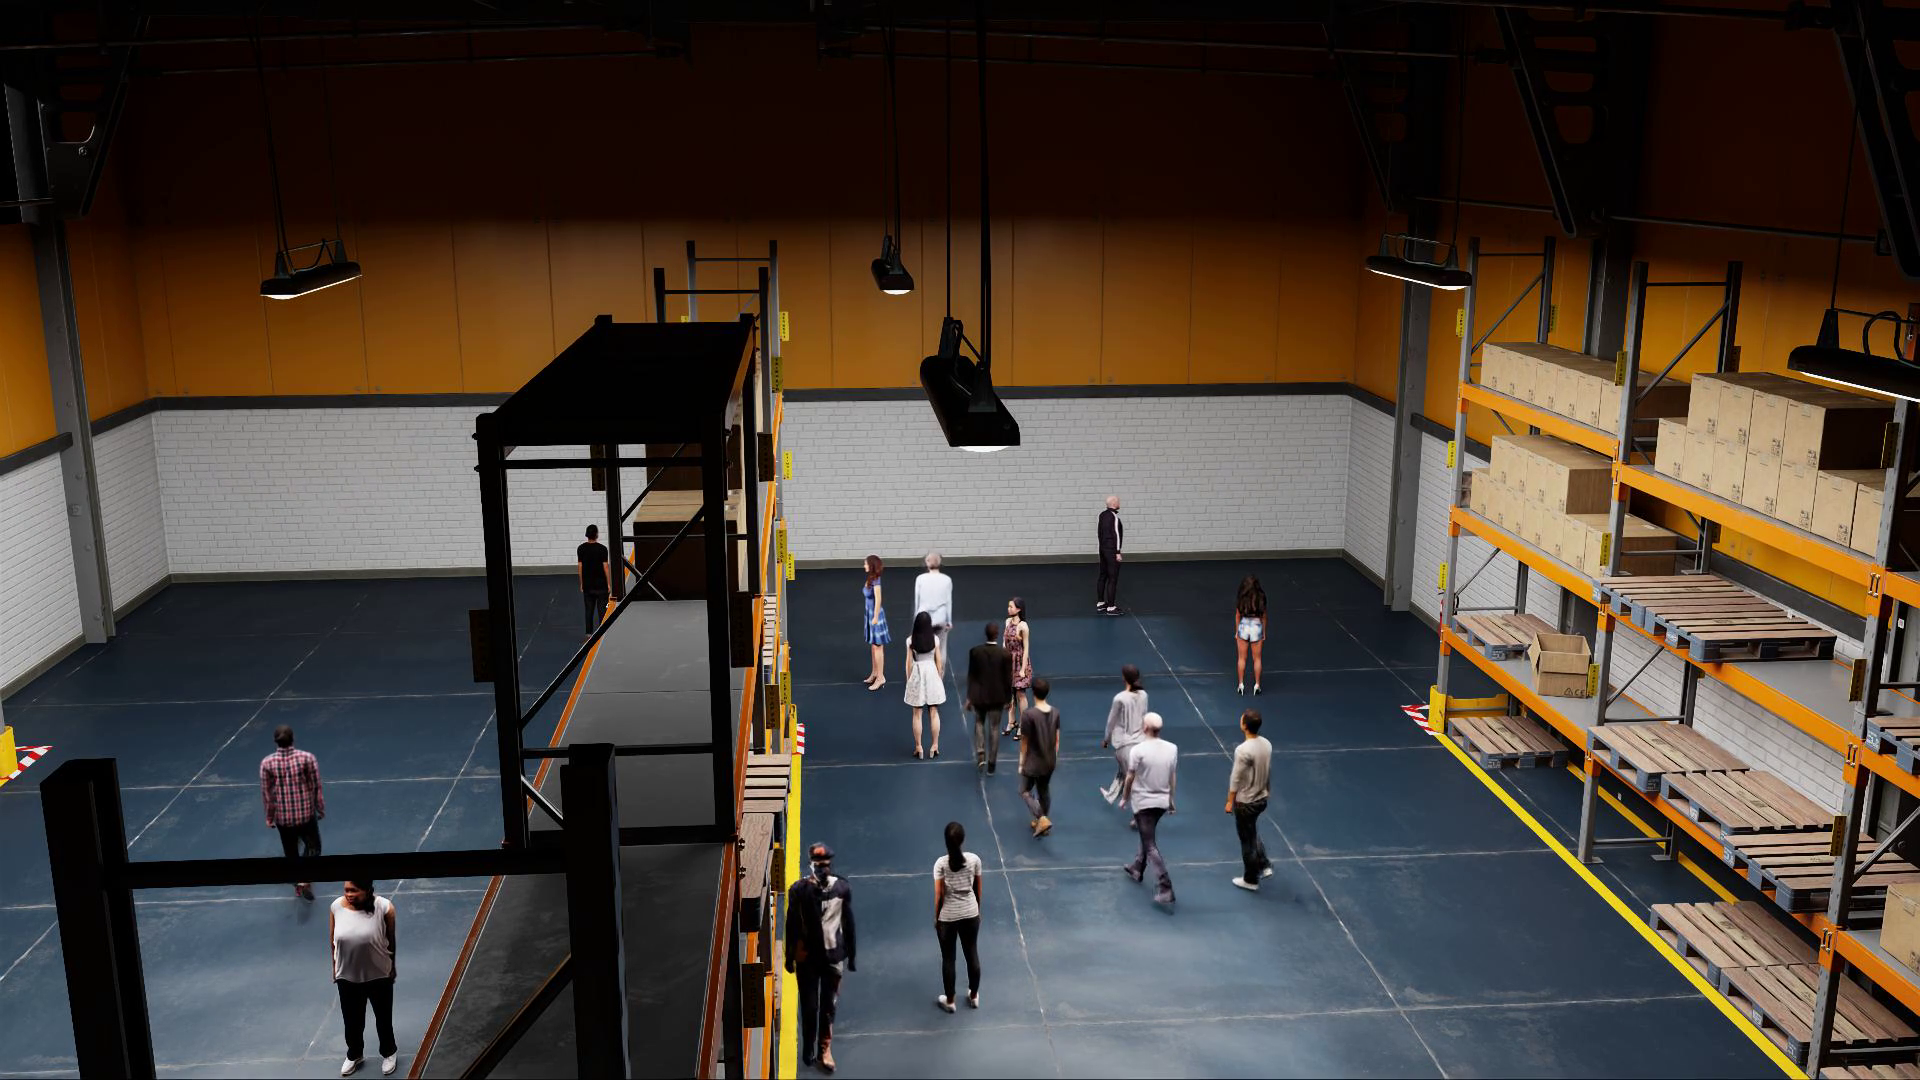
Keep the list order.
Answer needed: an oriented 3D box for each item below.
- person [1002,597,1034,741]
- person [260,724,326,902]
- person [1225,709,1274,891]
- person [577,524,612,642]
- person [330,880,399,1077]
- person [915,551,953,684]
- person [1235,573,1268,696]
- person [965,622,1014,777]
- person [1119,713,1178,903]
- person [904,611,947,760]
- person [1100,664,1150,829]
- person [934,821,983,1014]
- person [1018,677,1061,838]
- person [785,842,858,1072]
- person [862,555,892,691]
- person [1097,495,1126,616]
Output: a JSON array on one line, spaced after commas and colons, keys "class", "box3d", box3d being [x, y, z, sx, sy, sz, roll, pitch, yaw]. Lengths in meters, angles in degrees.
[{"class": "person", "box3d": [0.668, 1.541, 20.099, 0.856, 1.774, 0.776, -10, 17, -36]}, {"class": "person", "box3d": [-6.310, 2.601, 15.774, 0.757, 1.748, 0.916, -3, 14, -12]}, {"class": "person", "box3d": [2.871, 2.524, 15.983, 0.864, 1.800, 0.806, 12, 18, 40]}, {"class": "person", "box3d": [-5.236, 0.634, 23.878, 0.683, 1.759, 0.657, 2, 14, 9]}, {"class": "person", "box3d": [-4.619, 3.328, 12.904, 0.668, 1.687, 0.613, 0, 14, 0]}, {"class": "person", "box3d": [-0.355, 1.101, 21.725, 0.646, 1.864, 1.077, -1, 14, -3]}, {"class": "person", "box3d": [3.781, 1.232, 21.691, 0.633, 1.626, 0.652, 3, 14, 14]}, {"class": "person", "box3d": [0.329, 1.827, 18.881, 0.735, 1.792, 0.705, 1, 14, 3]}, {"class": "person", "box3d": [1.848, 2.570, 15.805, 1.013, 1.795, 1.309, -7, 15, -27]}, {"class": "person", "box3d": [-0.421, 1.692, 19.477, 0.645, 1.774, 0.631, -1, 14, -3]}, {"class": "person", "box3d": [1.829, 2.205, 17.447, 0.925, 1.732, 1.180, -8, 16, -31]}, {"class": "person", "box3d": [-0.015, 3.124, 13.839, 0.602, 1.643, 0.566, -4, 14, -17]}, {"class": "person", "box3d": [0.847, 2.281, 17.198, 0.829, 1.701, 0.904, -7, 15, -27]}, {"class": "person", "box3d": [-1.113, 3.208, 12.982, 0.775, 1.883, 0.740, -4, 14, -17]}, {"class": "person", "box3d": [-1.136, 1.076, 21.955, 0.755, 1.805, 0.555, -3, 14, -12]}, {"class": "person", "box3d": [2.291, 0.206, 25.480, 0.818, 1.835, 0.649, -6, 15, -25]}]
